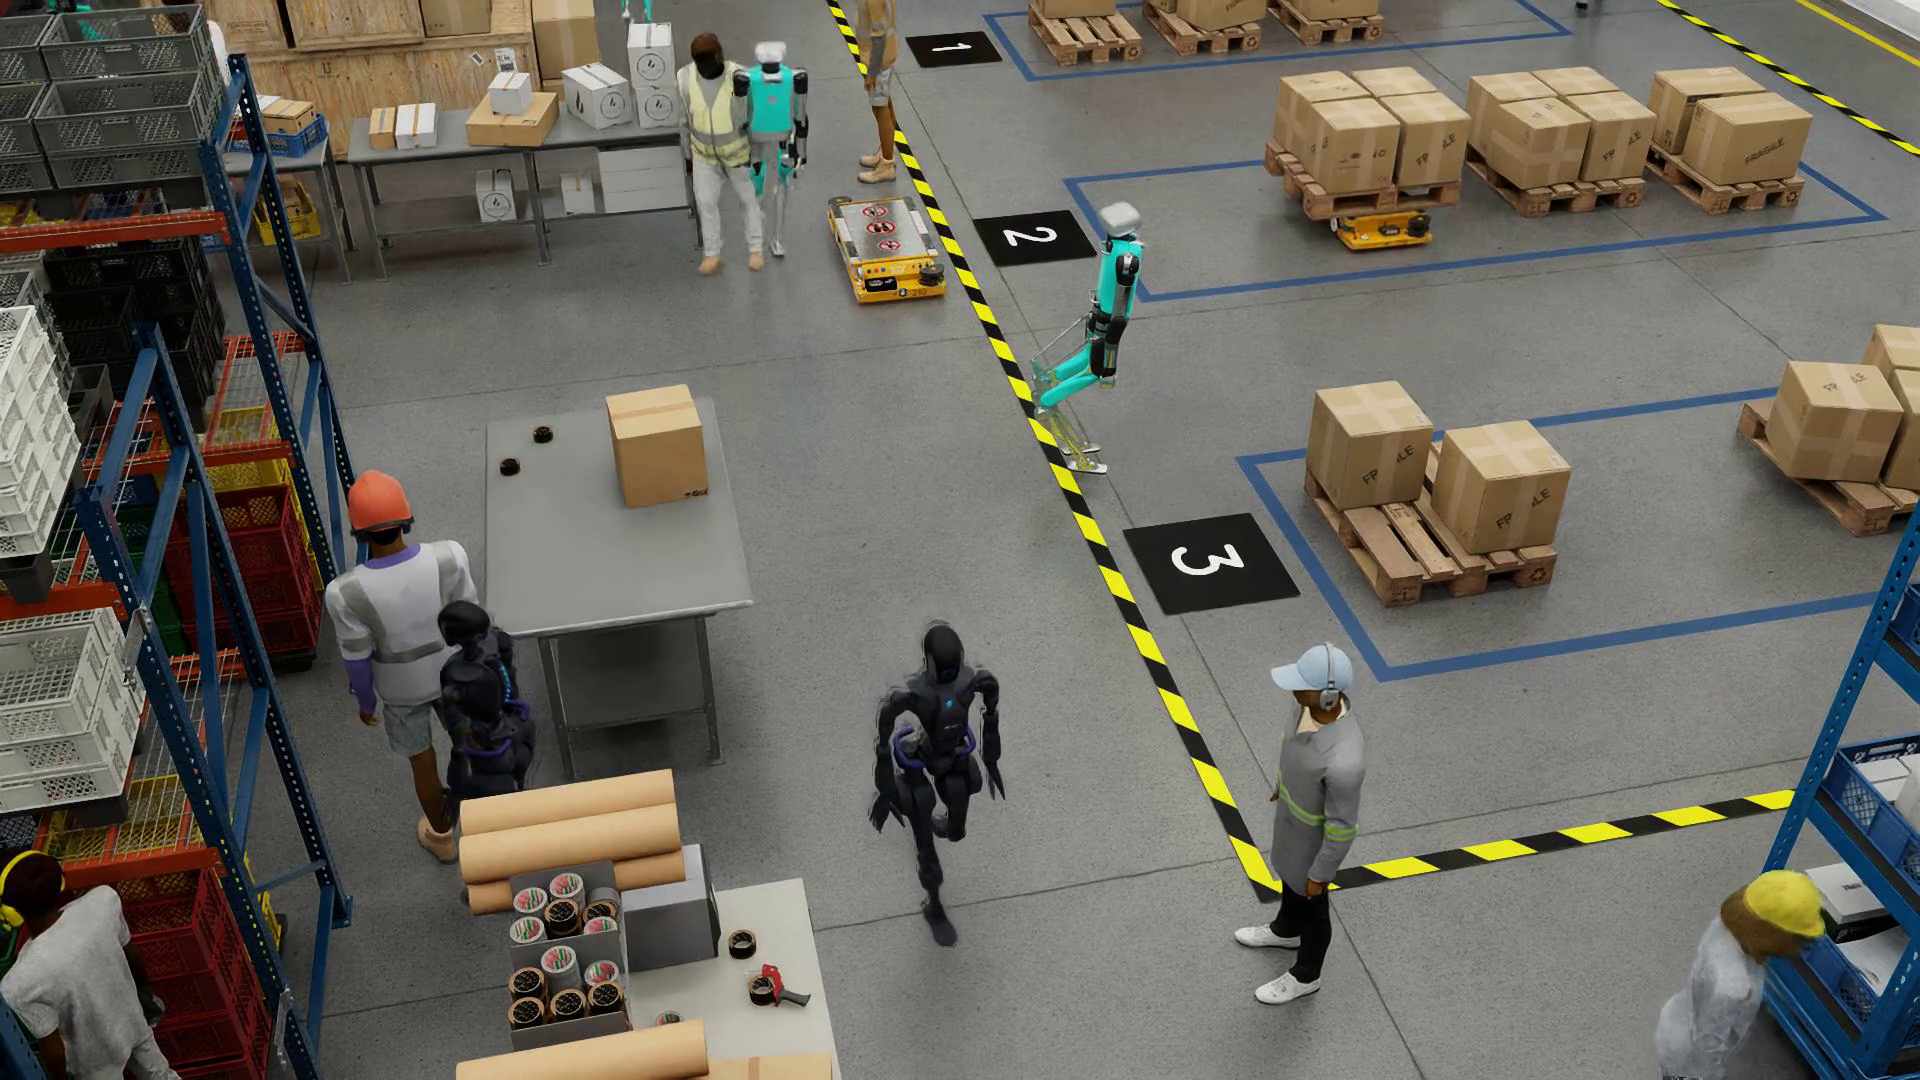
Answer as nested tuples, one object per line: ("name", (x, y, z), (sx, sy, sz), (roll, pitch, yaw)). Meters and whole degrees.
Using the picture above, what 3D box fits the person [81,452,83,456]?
("person", (-5.671, -1.092, 9.783), (0.439, 1.738, 0.554), (-10, 38, -13))

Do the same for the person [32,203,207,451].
("person", (-4.921, -1.167, 9.807), (0.588, 1.841, 0.569), (-1, 37, -1))

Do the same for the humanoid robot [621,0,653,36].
("humanoid robot", (-2.992, -5.216, 15.351), (0.540, 1.746, 0.996), (-4, 37, -5))

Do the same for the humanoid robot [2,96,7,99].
("humanoid robot", (-6.914, -3.038, 12.389), (0.534, 1.776, 0.681), (26, 44, 30))

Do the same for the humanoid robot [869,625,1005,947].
("humanoid robot", (-0.136, 0.943, 7.119), (0.609, 1.628, 0.644), (-14, 39, -18))

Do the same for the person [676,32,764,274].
("person", (-1.718, -2.760, 11.974), (0.620, 1.821, 0.531), (5, 37, 7))

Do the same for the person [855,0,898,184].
("person", (-0.682, -3.848, 13.240), (0.376, 2.045, 0.605), (2, 37, 2))

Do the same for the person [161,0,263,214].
("person", (-5.615, -3.201, 12.484), (0.529, 1.904, 0.641), (-2, 37, -3))

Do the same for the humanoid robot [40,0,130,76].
("humanoid robot", (-7.865, -4.907, 14.946), (0.536, 1.774, 0.985), (28, 45, 33))

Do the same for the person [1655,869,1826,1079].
("person", (2.672, 1.795, 5.915), (0.377, 1.720, 0.514), (18, 40, 23))

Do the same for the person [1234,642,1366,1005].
("person", (1.366, 1.144, 6.690), (0.399, 1.851, 0.592), (-3, 37, -4))

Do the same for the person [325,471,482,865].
("person", (-2.371, 0.579, 7.292), (0.608, 2.042, 0.394), (-22, 42, -27))

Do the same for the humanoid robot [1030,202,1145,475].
("humanoid robot", (0.677, -1.167, 9.781), (0.735, 1.675, 0.533), (-1, 37, -1))

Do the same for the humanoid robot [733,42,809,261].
("humanoid robot", (-1.380, -2.810, 12.172), (0.546, 1.860, 0.773), (-6, 37, -9))

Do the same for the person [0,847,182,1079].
("person", (-3.020, 1.759, 5.848), (0.329, 1.871, 0.509), (10, 38, 13))

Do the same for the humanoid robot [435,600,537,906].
("humanoid robot", (-2.025, 0.913, 7.138), (0.361, 1.650, 0.600), (8, 37, 11))

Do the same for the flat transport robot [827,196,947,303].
("flat transport robot", (-0.570, -2.220, 12.538), (0.659, 0.231, 1.431), (-8, 37, -10))

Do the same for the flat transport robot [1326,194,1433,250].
("flat transport robot", (3.141, -2.721, 13.187), (0.652, 0.197, 1.431), (-8, 37, -10))

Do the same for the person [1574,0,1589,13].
("person", (6.512, -6.259, 16.713), (0.604, 1.772, 0.967), (15, 39, 19))
